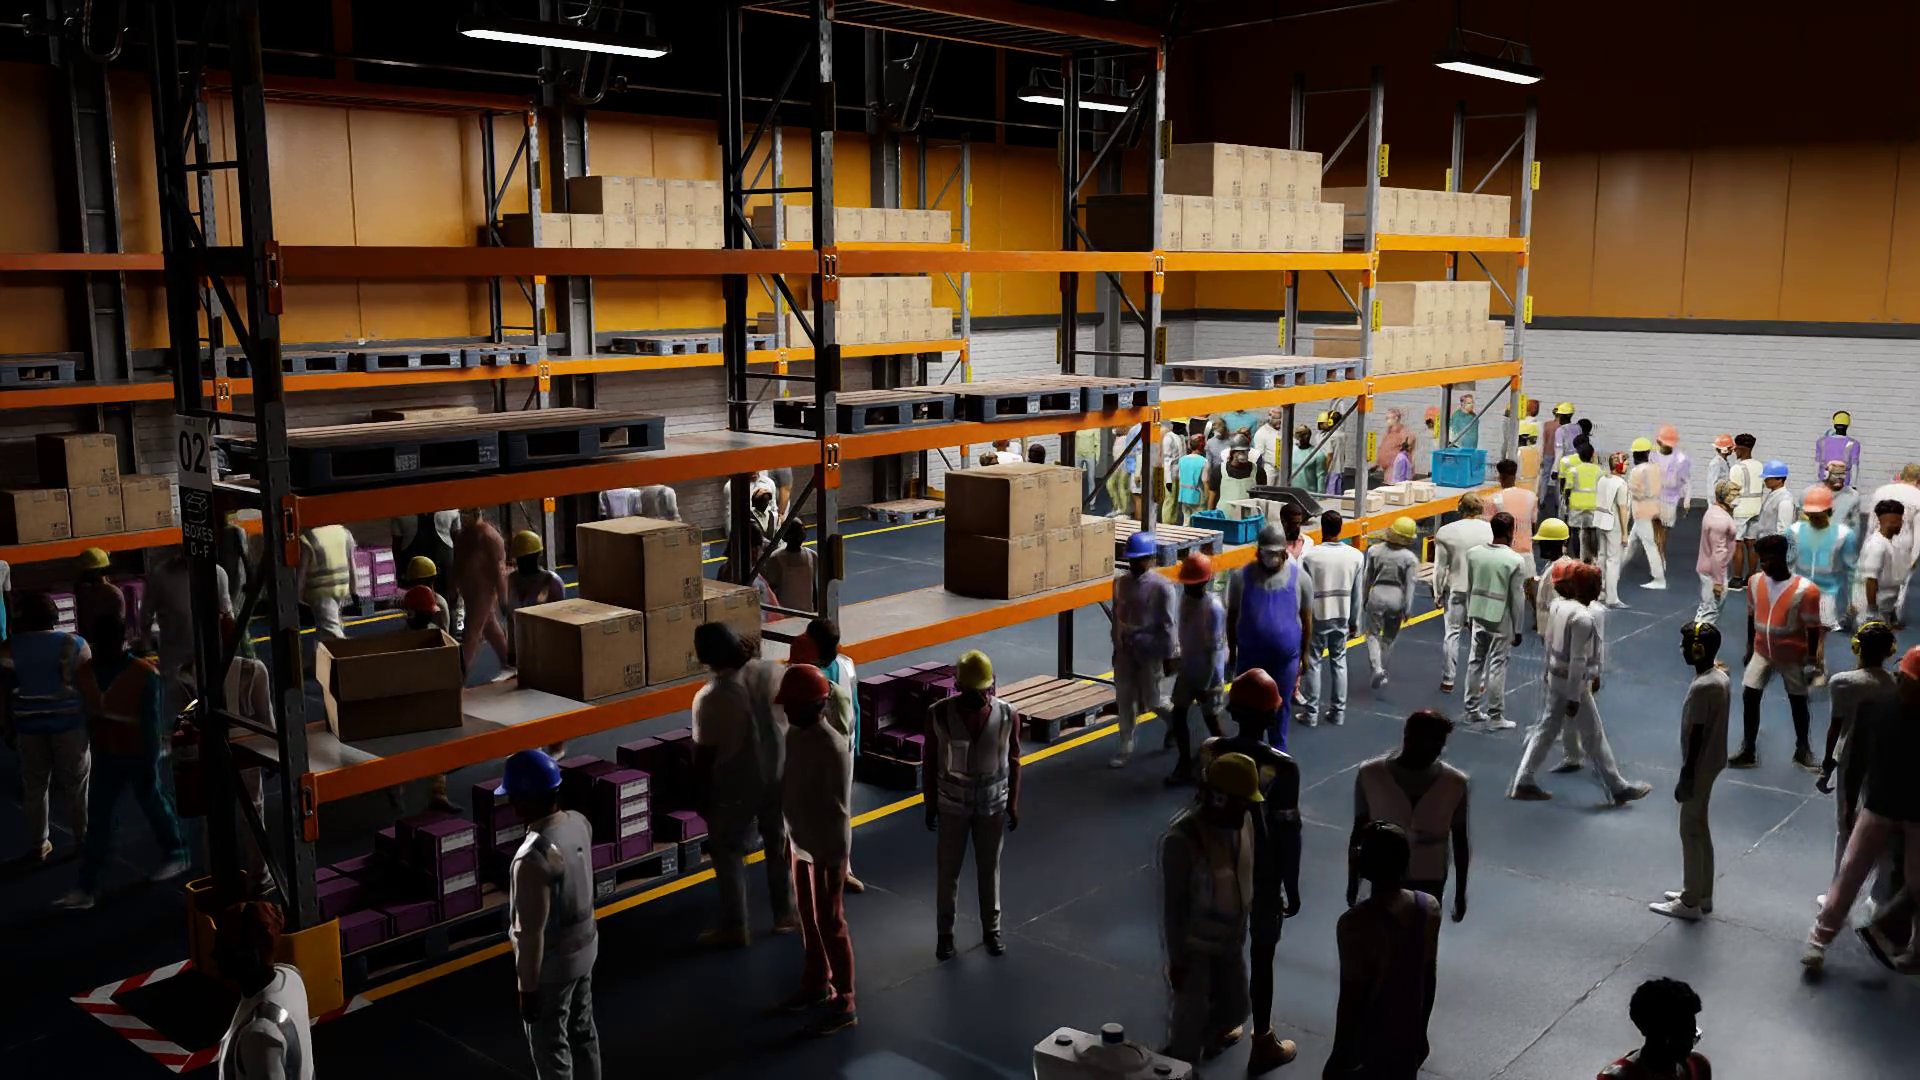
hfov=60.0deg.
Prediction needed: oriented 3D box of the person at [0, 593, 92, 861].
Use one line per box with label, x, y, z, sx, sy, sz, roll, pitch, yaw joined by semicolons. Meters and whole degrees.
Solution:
person;-6.175;1.265;11.315;0.633;1.846;0.429;-2;10;-14

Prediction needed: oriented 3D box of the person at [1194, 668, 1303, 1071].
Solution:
person;1.466;1.650;8.412;0.608;2.048;0.369;8;13;41

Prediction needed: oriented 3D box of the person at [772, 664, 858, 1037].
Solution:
person;-0.785;1.618;8.805;0.409;1.984;0.613;-5;11;-29

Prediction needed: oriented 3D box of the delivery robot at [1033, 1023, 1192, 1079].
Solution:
delivery robot;0.703;2.473;7.668;0.707;0.478;0.477;6;11;33

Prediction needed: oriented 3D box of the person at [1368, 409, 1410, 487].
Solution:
person;6.500;-1.055;25.149;0.978;1.856;0.657;-1;10;-6

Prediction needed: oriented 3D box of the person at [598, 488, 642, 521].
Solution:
person;-4.007;-0.070;19.729;0.530;1.696;0.322;0;10;1

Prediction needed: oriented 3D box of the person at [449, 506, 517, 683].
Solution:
person;-4.614;0.514;15.764;0.667;1.854;1.019;9;13;43

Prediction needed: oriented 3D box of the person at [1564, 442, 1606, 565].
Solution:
person;8.276;-0.457;22.050;0.556;1.685;0.377;1;10;8

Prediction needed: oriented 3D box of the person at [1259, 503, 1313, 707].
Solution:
person;2.954;0.600;15.120;0.598;1.906;0.404;-6;11;-30

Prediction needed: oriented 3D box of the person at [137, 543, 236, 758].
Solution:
person;-6.372;0.856;13.674;0.773;1.888;0.402;-6;11;-32

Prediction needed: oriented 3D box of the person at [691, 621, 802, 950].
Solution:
person;-1.242;1.391;9.981;0.807;2.000;0.533;-6;11;-31

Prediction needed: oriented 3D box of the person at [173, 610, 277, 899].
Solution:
person;-4.642;1.371;10.567;0.579;1.884;0.352;-2;10;-13

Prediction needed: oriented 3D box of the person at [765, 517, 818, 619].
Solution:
person;-1.467;0.700;14.689;0.516;1.843;0.327;-6;11;-31

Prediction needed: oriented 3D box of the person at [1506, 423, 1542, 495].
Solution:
person;7.504;-0.611;22.325;0.596;1.911;0.399;-5;11;-27

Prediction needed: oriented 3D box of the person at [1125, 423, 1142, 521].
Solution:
person;2.553;-1.042;24.542;0.407;2.035;0.611;-1;10;-4

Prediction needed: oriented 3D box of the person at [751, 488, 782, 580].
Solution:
person;-2.162;0.244;18.058;0.514;1.634;0.313;-6;11;-34

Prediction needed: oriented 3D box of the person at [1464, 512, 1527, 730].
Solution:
person;4.644;0.703;14.497;0.391;1.910;0.584;-7;12;-35

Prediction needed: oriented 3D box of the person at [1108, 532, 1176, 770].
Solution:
person;1.505;0.869;13.468;0.606;1.928;0.739;8;12;40

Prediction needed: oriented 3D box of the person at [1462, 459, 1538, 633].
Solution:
person;6.004;0.076;18.237;0.741;1.927;0.519;-1;10;-5

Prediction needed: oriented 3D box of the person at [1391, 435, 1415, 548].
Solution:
person;6.239;-0.664;23.473;0.317;1.631;0.520;3;10;16

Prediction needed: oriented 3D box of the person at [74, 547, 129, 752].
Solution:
person;-7.028;0.922;13.612;0.554;1.749;0.408;5;11;27

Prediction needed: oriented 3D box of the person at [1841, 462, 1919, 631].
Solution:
person;10.144;0.099;18.149;0.845;1.900;0.682;-6;11;-34

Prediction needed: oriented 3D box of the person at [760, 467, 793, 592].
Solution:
person;-2.391;-0.380;20.551;0.539;2.000;0.688;-7;12;-35

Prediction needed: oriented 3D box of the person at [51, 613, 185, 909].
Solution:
person;-5.357;1.380;10.601;0.598;1.857;1.019;2;10;14

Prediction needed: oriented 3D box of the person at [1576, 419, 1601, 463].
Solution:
person;9.585;-1.045;25.656;0.546;1.650;0.811;-8;12;-39

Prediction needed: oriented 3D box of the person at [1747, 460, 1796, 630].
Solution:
person;8.813;0.096;18.029;0.417;1.939;0.609;2;10;12

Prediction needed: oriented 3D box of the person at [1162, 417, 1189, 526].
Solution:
person;3.145;-0.939;24.259;0.397;1.920;0.586;5;11;28

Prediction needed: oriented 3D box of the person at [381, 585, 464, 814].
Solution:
person;-3.942;1.174;12.172;0.485;1.731;0.580;3;10;16

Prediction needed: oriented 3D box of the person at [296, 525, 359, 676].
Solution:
person;-6.109;0.503;16.036;0.978;1.794;0.633;5;11;26

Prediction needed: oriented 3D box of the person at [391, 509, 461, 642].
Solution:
person;-5.439;0.217;16.992;0.681;2.000;0.535;-3;10;-19

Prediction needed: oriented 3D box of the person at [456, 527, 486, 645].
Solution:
person;-5.274;0.144;17.697;0.388;1.957;0.601;-4;10;-22

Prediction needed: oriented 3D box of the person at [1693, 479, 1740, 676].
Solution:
person;7.487;0.357;16.468;0.376;1.937;0.629;4;10;20

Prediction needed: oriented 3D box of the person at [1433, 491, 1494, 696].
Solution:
person;4.774;0.500;15.652;0.634;1.931;0.359;3;10;16

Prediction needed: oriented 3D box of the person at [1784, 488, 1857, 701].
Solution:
person;8.060;0.483;15.615;1.096;1.983;0.644;-9;13;-44

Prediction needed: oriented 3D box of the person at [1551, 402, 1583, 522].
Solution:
person;9.237;-1.136;25.405;0.586;1.928;0.380;-7;12;-36

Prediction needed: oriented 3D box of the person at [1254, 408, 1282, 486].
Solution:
person;4.703;-1.036;24.914;0.654;1.899;0.398;-6;11;-33

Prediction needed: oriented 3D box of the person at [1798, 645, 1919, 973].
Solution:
person;5.241;1.549;9.357;0.826;1.933;0.660;-8;13;-41

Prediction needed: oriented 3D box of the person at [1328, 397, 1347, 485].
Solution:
person;6.834;-1.960;30.304;0.376;1.934;0.547;-2;10;-10

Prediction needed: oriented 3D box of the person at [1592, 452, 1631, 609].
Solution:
person;7.660;-0.114;19.546;0.389;1.846;0.566;-1;10;-9

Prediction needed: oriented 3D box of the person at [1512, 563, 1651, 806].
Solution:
person;4.657;1.083;12.451;1.002;1.825;0.591;1;10;4

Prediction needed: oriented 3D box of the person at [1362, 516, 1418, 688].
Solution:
person;4.059;0.597;15.739;0.514;1.689;0.590;3;10;19

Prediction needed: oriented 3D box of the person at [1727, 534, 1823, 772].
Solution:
person;6.545;0.905;13.271;0.677;1.920;0.663;-7;12;-34

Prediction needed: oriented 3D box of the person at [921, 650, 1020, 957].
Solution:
person;0.069;1.535;9.755;0.587;1.828;0.404;-1;10;-8

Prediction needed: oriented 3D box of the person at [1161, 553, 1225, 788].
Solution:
person;1.838;1.008;12.717;0.678;1.884;0.569;-5;11;-28

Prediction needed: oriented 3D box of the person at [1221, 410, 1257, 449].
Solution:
person;4.466;-1.394;26.743;0.621;1.992;0.397;1;10;4
